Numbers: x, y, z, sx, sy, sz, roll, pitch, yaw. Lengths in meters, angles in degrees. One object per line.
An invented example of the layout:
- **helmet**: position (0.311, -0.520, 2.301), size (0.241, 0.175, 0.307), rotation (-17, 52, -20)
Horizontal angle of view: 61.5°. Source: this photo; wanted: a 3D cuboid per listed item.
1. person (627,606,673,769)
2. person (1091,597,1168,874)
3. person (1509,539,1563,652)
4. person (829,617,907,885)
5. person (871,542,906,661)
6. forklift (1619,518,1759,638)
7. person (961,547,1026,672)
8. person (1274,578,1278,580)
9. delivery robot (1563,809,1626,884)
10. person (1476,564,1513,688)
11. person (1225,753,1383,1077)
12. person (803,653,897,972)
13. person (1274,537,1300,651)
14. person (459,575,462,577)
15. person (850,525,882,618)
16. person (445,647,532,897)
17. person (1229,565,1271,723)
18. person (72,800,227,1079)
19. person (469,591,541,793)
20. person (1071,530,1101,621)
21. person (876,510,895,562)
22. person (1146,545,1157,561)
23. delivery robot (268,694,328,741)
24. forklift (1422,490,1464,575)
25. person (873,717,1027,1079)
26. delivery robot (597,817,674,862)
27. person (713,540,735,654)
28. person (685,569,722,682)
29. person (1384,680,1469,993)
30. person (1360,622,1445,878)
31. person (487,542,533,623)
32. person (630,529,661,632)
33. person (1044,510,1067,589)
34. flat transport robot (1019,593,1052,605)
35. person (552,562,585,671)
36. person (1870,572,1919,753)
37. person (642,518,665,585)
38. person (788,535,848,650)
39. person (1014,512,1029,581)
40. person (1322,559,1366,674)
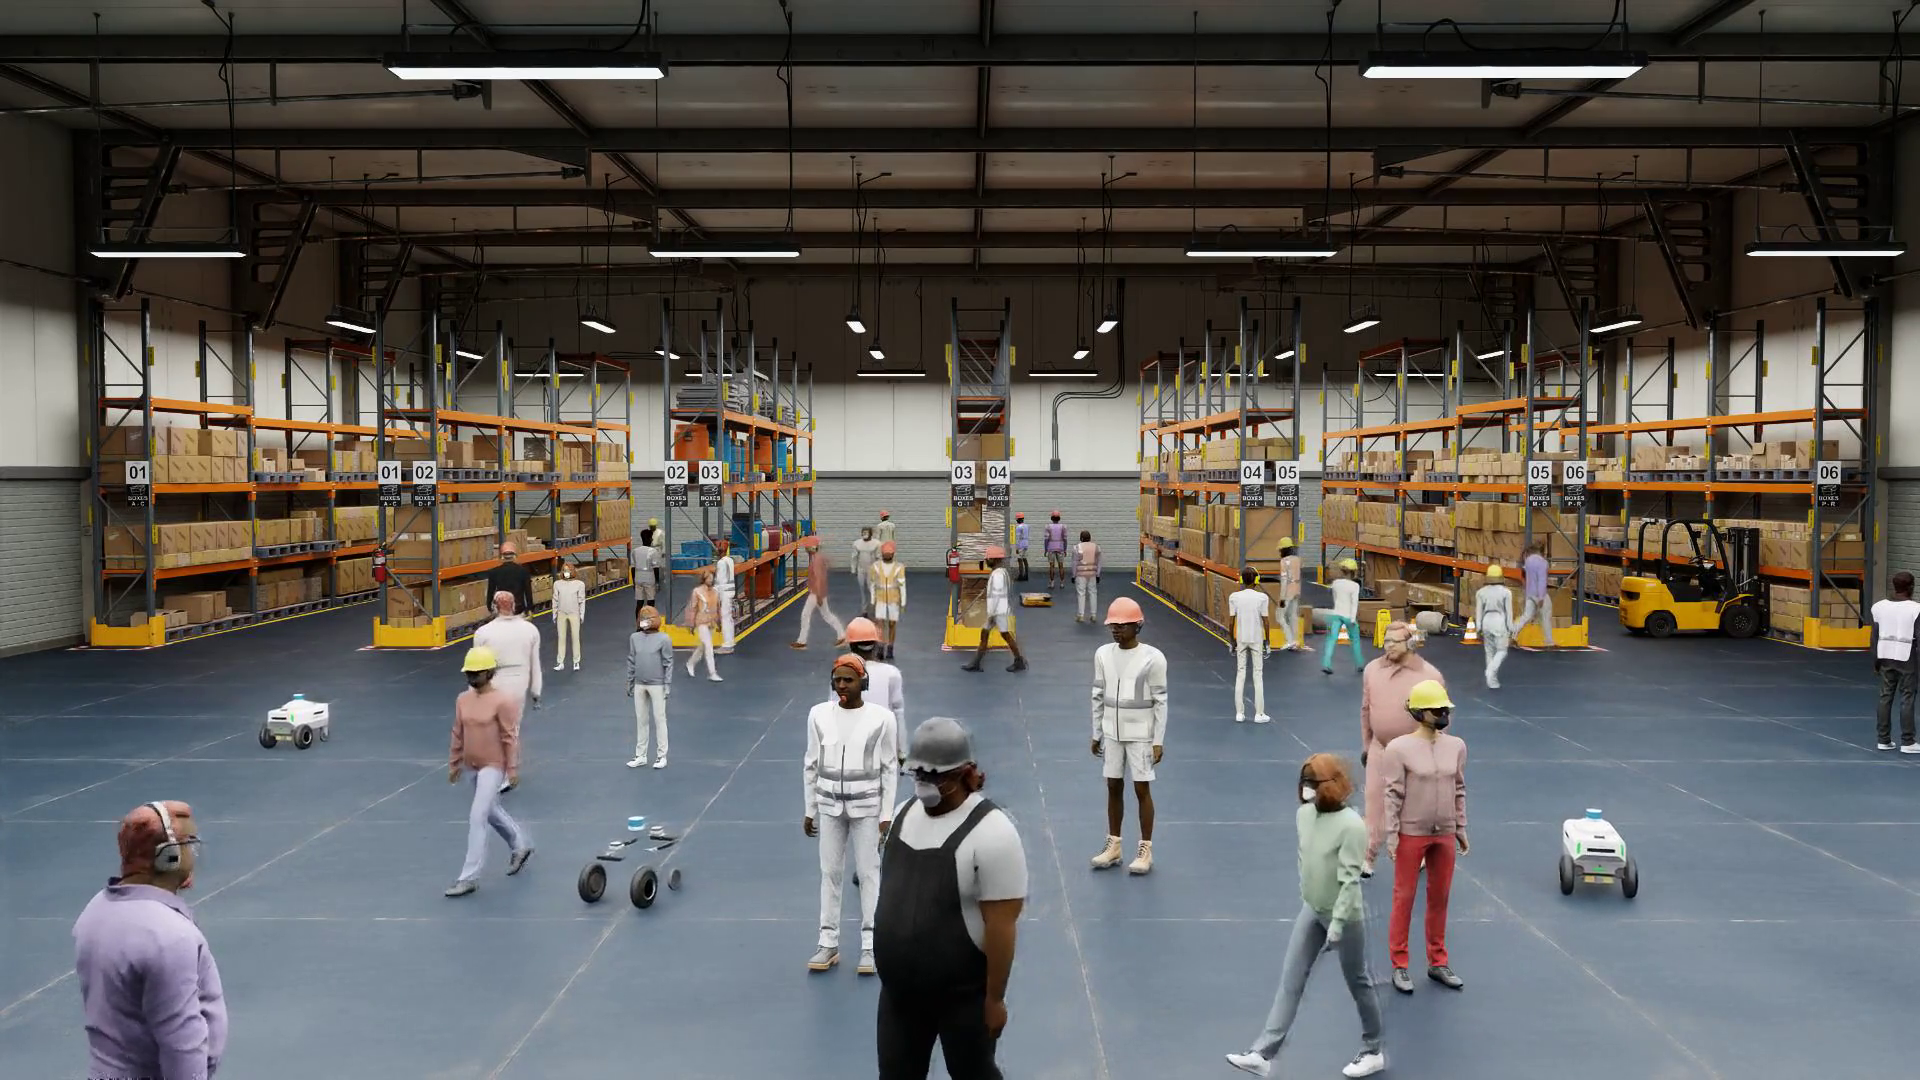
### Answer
- **person**: position (-3.136, 1.475, 16.291), size (0.507, 1.633, 0.276), rotation (1, 2, 21)
- **person**: position (1.237, 1.444, 12.013), size (0.611, 2.042, 0.395), rotation (2, 3, 37)
- **person**: position (9.604, 0.920, 27.026), size (0.983, 1.905, 0.638), rotation (0, 2, -11)
- **person**: position (-0.709, 1.517, 11.732), size (0.591, 1.912, 0.678), rotation (-1, 3, -27)
- **person**: position (-1.143, 0.978, 25.675), size (0.573, 1.881, 0.994), rotation (0, 2, 2)
- **forklift**: position (13.417, 0.684, 29.791), size (2.313, 2.155, 1.214), rotation (0, 2, 0)
- **person**: position (0.542, 1.040, 24.169), size (0.977, 1.890, 0.558), rotation (0, 2, -6)
- **person**: position (8.030, 0.413, 40.779), size (0.621, 1.809, 0.732), rotation (-1, 2, -13)
- **delivery robot**: position (4.530, 2.170, 11.541), size (0.477, 0.478, 0.707), rotation (1, 2, 14)
- **person**: position (7.325, 1.193, 22.192), size (0.493, 1.727, 0.636), rotation (2, 3, 40)
- **person**: position (1.720, 1.834, 7.801), size (0.874, 1.586, 0.514), rotation (-1, 3, -30)
- **person**: position (-0.661, 1.618, 9.630), size (0.576, 1.882, 0.355), rotation (1, 2, 12)
- **person**: position (5.514, 0.911, 27.122), size (0.421, 1.910, 0.636), rotation (2, 3, 43)
- **person**: position (-10.985, 0.658, 34.572), size (0.576, 1.825, 0.789), rotation (0, 2, 2)
- **person**: position (-1.942, 0.658, 33.393), size (0.640, 1.921, 0.542), rotation (1, 2, 16)
- **person**: position (-3.394, 1.614, 11.631), size (0.536, 1.730, 0.874), rotation (1, 3, 30)
- **person**: position (3.473, 1.237, 19.310), size (0.508, 1.876, 0.328), rotation (1, 2, 24)
- **person**: position (-2.561, 1.795, 5.163), size (0.710, 1.907, 0.414), rotation (2, 3, 42)
- **person**: position (-4.287, 1.406, 15.176), size (0.662, 1.872, 0.897), rotation (-2, 3, -39)
- **person**: position (2.541, 0.723, 32.683), size (0.634, 1.839, 0.429), rotation (-1, 2, -17)
- **person**: position (-2.084, 0.166, 44.931), size (0.618, 1.986, 0.406), rotation (-2, 3, -35)
- **person**: position (5.336, 0.261, 44.434), size (0.441, 1.828, 0.655), rotation (0, 2, -4)
- **delivery robot**: position (-7.226, 1.928, 17.636), size (0.477, 0.478, 0.707), rotation (0, 2, 11)
- **forklift**: position (13.926, -0.371, 47.846), size (1.873, 2.768, 1.129), rotation (0, 2, 0)
- **person**: position (-0.067, 1.689, 6.391), size (0.695, 2.000, 0.840), rotation (2, 3, 43)
- **delivery robot**: position (-2.262, 2.053, 11.277), size (0.335, 0.223, 0.698), rotation (1, 2, 21)
- **person**: position (-3.909, 0.936, 26.769), size (0.337, 1.882, 0.585), rotation (0, 2, 8)
- **person**: position (-3.709, 1.214, 23.286), size (0.772, 1.610, 0.514), rotation (2, 3, 37)
- **person**: position (2.687, 1.687, 9.289), size (0.533, 1.772, 0.296), rotation (-1, 2, -16)
- **person**: position (3.146, 1.538, 11.742), size (0.674, 1.863, 0.932), rotation (2, 3, 39)
- **person**: position (-6.668, 1.013, 23.904), size (0.652, 1.951, 0.961), rotation (-1, 2, -17)
- **person**: position (-5.800, 0.773, 29.833), size (0.607, 1.966, 0.373), rotation (1, 3, 26)
- **person**: position (2.491, 0.245, 42.191), size (0.609, 2.043, 0.397), rotation (0, 2, -7)
- **flat transport robot**: position (1.723, 1.346, 36.981), size (0.652, 0.197, 1.431), rotation (0, 2, -1)
- **person**: position (-5.921, 1.152, 24.422), size (0.498, 1.634, 0.280), rotation (0, 2, 0)
- **person**: position (10.034, 1.297, 17.256), size (0.373, 1.917, 0.595), rotation (-1, 3, -28)
- **person**: position (-8.229, 0.315, 43.240), size (0.603, 1.811, 0.537), rotation (0, 2, -2)
- **person**: position (-2.357, 0.885, 27.388), size (1.019, 1.947, 0.599), rotation (0, 2, 6)
- **person**: position (1.705, 0.185, 45.152), size (0.389, 1.929, 0.545), rotation (2, 3, 36)
- **person**: position (5.728, 1.134, 24.026), size (0.958, 1.712, 0.524), rotation (-2, 3, -41)
